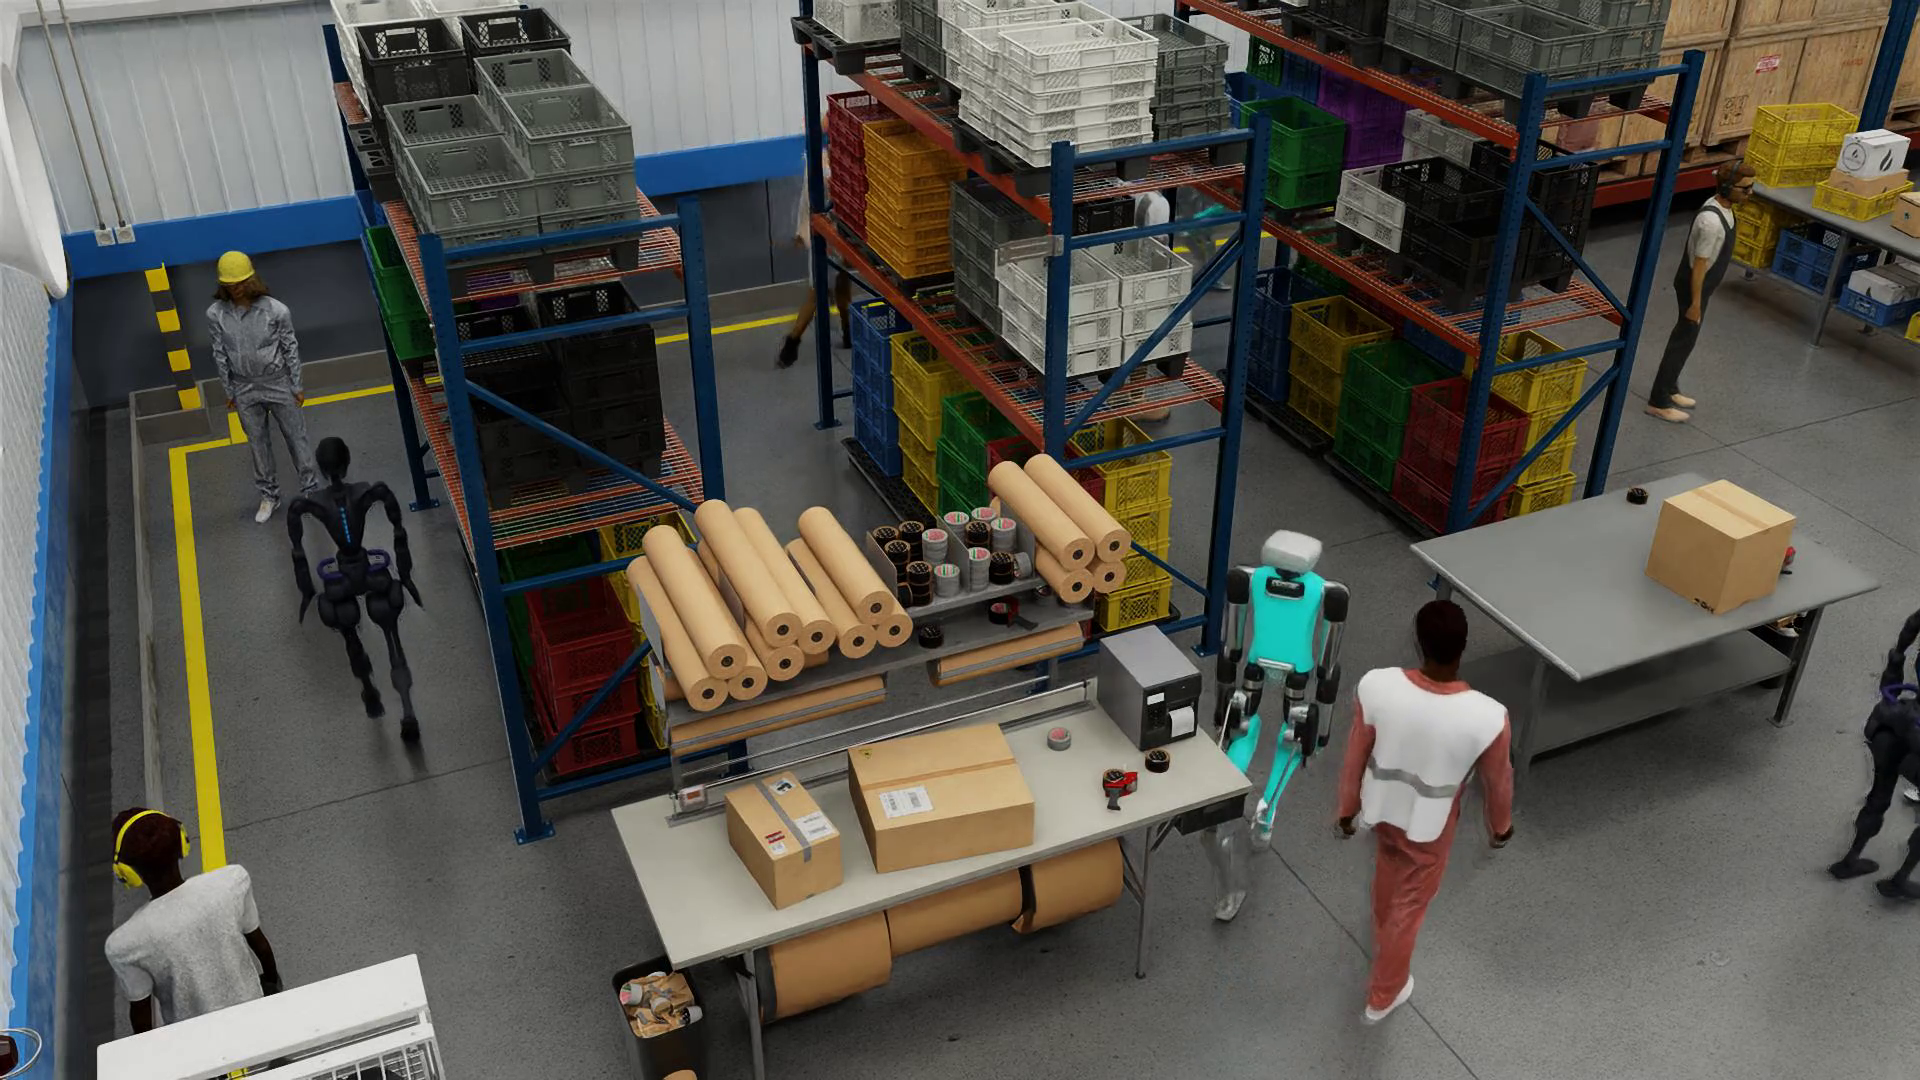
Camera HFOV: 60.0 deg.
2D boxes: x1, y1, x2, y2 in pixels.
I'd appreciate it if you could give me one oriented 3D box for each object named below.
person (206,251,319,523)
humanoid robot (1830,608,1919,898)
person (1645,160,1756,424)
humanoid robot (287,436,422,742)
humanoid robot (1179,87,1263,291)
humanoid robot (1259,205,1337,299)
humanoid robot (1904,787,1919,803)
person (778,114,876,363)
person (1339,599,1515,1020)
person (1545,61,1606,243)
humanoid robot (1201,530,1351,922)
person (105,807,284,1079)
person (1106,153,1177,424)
[{"bbox_3d":[-4.211,-0.919,10.054,0.486,1.746,0.287,-5,32,-8],"label":"person"},{"bbox_3d":[4.194,0.843,7.256,0.336,1.655,0.596,-9,33,-14],"label":"humanoid robot"},{"bbox_3d":[4.979,-1.673,11.198,0.338,1.839,0.507,16,35,24],"label":"person"},{"bbox_3d":[-2.979,0.265,8.220,0.585,1.637,0.660,-14,34,-21],"label":"humanoid robot"},{"bbox_3d":[2.004,-2.778,13.107,0.663,1.827,0.540,12,34,19],"label":"humanoid robot"},{"bbox_3d":[2.619,-2.497,12.648,0.893,1.763,0.549,-9,33,-14],"label":"humanoid robot"},{"bbox_3d":[4.810,0.548,7.626,0.679,1.746,0.544,-14,34,-22],"label":"humanoid robot"},{"bbox_3d":[-1.009,-2.171,11.970,0.821,1.882,0.551,-10,33,-16],"label":"person"},{"bbox_3d":[1.900,1.059,6.706,0.634,1.883,0.769,21,37,30],"label":"person"},{"bbox_3d":[5.149,-3.262,13.849,0.522,1.761,0.336,-16,35,-24],"label":"person"},{"bbox_3d":[1.288,0.887,7.146,0.550,1.710,1.015,12,34,19],"label":"humanoid robot"},{"bbox_3d":[-2.578,1.666,5.753,0.340,1.857,0.518,25,39,34],"label":"person"},{"bbox_3d":[1.234,-1.768,11.152,0.376,2.041,0.615,-14,34,-22],"label":"person"}]
